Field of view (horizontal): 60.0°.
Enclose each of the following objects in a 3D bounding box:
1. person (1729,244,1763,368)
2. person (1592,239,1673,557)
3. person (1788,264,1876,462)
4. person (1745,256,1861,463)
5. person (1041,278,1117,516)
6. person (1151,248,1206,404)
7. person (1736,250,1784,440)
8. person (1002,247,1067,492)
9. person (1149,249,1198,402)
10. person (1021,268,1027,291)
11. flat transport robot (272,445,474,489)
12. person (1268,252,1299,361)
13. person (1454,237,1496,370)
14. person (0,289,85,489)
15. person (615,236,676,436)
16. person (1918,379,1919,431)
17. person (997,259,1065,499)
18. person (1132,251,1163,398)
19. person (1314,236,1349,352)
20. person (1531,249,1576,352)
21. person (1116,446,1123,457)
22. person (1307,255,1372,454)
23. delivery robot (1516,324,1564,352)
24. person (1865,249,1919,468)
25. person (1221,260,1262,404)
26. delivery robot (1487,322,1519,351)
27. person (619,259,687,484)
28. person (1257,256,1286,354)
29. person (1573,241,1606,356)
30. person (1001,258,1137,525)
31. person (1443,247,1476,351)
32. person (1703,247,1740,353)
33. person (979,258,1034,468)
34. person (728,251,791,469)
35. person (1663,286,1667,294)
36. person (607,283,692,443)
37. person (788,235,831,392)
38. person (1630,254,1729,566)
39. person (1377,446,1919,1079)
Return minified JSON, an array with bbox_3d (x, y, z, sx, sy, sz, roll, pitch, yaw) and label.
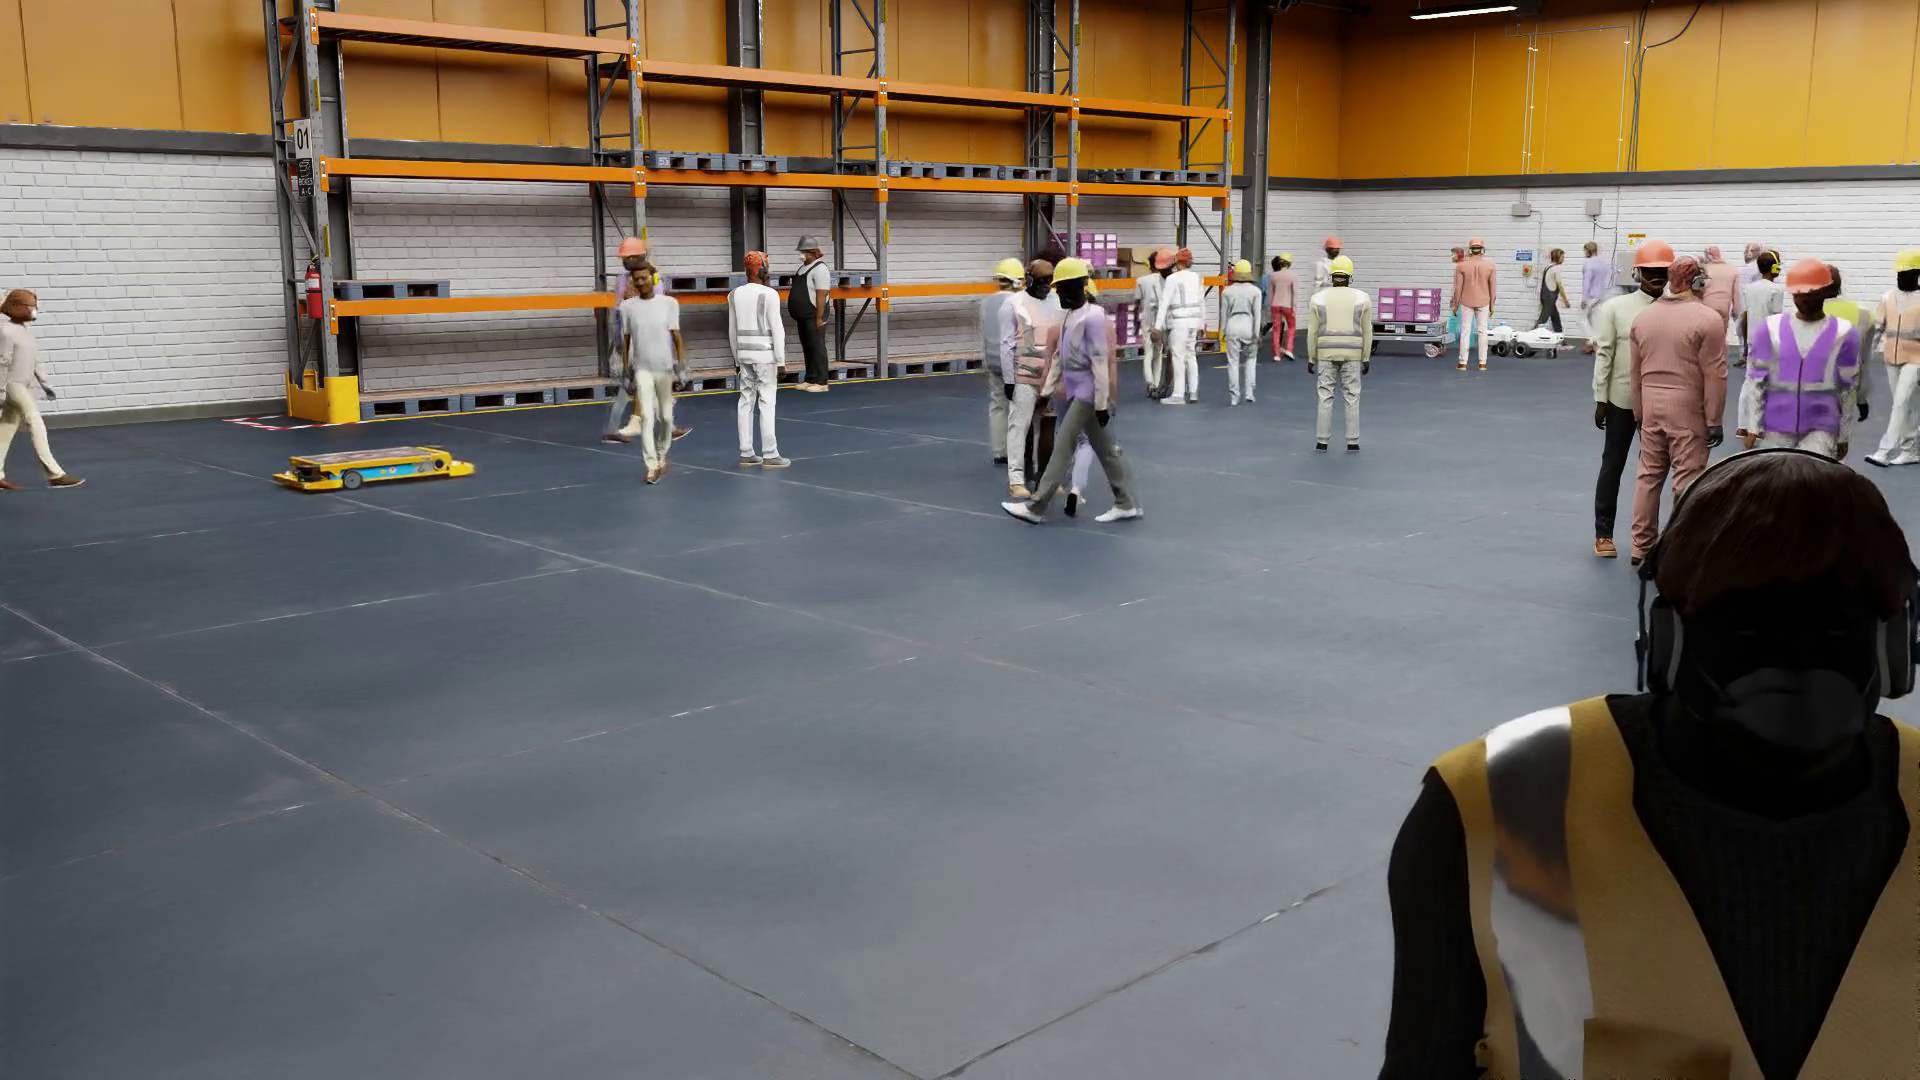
[{"bbox_3d":[11.989,-3.552,25.350,0.630,1.887,0.666,9,14,42],"label":"person"},{"bbox_3d":[4.292,-0.879,10.461,0.611,1.996,0.378,0,10,1],"label":"person"},{"bbox_3d":[5.871,-0.968,11.399,0.658,1.828,0.446,1,10,3],"label":"person"},{"bbox_3d":[4.849,-0.676,9.589,0.563,1.912,0.710,6,12,28],"label":"person"},{"bbox_3d":[0.846,-1.046,12.080,0.549,1.729,0.762,3,11,17],"label":"person"},{"bbox_3d":[2.662,-2.553,19.942,0.760,1.877,0.403,-8,13,-38],"label":"person"},{"bbox_3d":[7.995,-1.933,16.537,0.328,1.877,0.513,-4,11,-19],"label":"person"},{"bbox_3d":[0.656,-1.312,13.022,0.625,1.927,0.613,4,11,20],"label":"person"},{"bbox_3d":[2.596,-2.611,20.335,0.585,1.864,1.002,8,13,37],"label":"person"},{"bbox_3d":[0.790,-2.744,21.741,0.544,1.589,0.877,8,13,36],"label":"person"},{"bbox_3d":[-4.820,-0.607,13.682,1.431,0.197,0.652,-9,14,-42],"label":"flat transport robot"},{"bbox_3d":[5.204,-3.748,26.793,0.527,1.753,0.479,5,12,26],"label":"person"},{"bbox_3d":[7.732,-3.541,25.004,0.609,1.986,0.391,2,11,9],"label":"person"},{"bbox_3d":[-7.408,-1.183,13.225,0.852,1.590,0.497,-3,11,-14],"label":"person"},{"bbox_3d":[-3.226,-2.087,17.010,0.618,2.016,0.873,7,13,34],"label":"person"},{"bbox_3d":[10.014,-2.013,16.887,0.463,1.903,0.629,-10,15,-44],"label":"person"},{"bbox_3d":[0.597,-1.242,12.879,0.621,1.838,0.429,-7,12,-32],"label":"person"},{"bbox_3d":[2.423,-2.707,20.879,0.528,1.839,0.926,1,10,5],"label":"person"},{"bbox_3d":[6.059,-3.946,27.130,0.614,2.012,0.899,-7,12,-33],"label":"person"},{"bbox_3d":[10.217,-4.125,28.743,0.940,1.795,0.496,1,10,4],"label":"person"},{"bbox_3d":[1.019,-1.303,13.632,0.675,1.680,0.543,4,11,21],"label":"person"},{"bbox_3d":[3.523,-1.715,15.459,0.588,1.835,0.403,2,11,12],"label":"person"},{"bbox_3d":[9.548,-3.307,27.376,0.707,0.478,0.477,7,13,34],"label":"delivery robot"},{"bbox_3d":[8.132,-1.564,14.472,0.904,1.885,0.620,-5,11,-24],"label":"person"},{"bbox_3d":[3.388,-2.503,20.046,0.490,1.723,0.598,3,11,15],"label":"person"},{"bbox_3d":[9.123,-3.417,27.973,0.477,0.478,0.707,-5,12,-27],"label":"delivery robot"},{"bbox_3d":[-2.546,-1.419,13.848,0.534,1.832,0.881,-2,11,-12],"label":"person"},{"bbox_3d":[5.323,-3.984,28.248,0.606,1.674,0.538,-10,14,-42],"label":"person"},{"bbox_3d":[10.629,-4.067,28.044,0.669,1.917,0.445,-10,14,-43],"label":"person"},{"bbox_3d":[0.792,-1.023,11.612,1.046,1.853,0.594,-2,11,-10],"label":"person"},{"bbox_3d":[8.682,-4.206,29.124,0.868,1.799,0.596,2,11,9],"label":"person"},{"bbox_3d":[11.240,-3.438,24.843,0.667,1.846,0.949,0,10,2],"label":"person"},{"bbox_3d":[0.458,-1.531,14.484,0.619,1.819,0.498,10,14,42],"label":"person"},{"bbox_3d":[-1.749,-1.558,14.475,0.575,1.883,0.355,7,12,33],"label":"person"},{"bbox_3d":[10.290,-3.303,24.693,0.560,1.613,0.511,8,13,37],"label":"person"},{"bbox_3d":[-3.055,-1.721,16.148,0.890,1.582,0.521,-1,10,-6],"label":"person"},{"bbox_3d":[-1.968,-2.943,21.593,0.535,2.000,0.683,-5,12,-26],"label":"person"},{"bbox_3d":[4.342,-0.755,10.030,0.409,1.909,0.642,-5,12,-27],"label":"person"},{"bbox_3d":[0.698,0.827,1.577,0.624,1.845,0.430,2,11,11],"label":"person"}]
